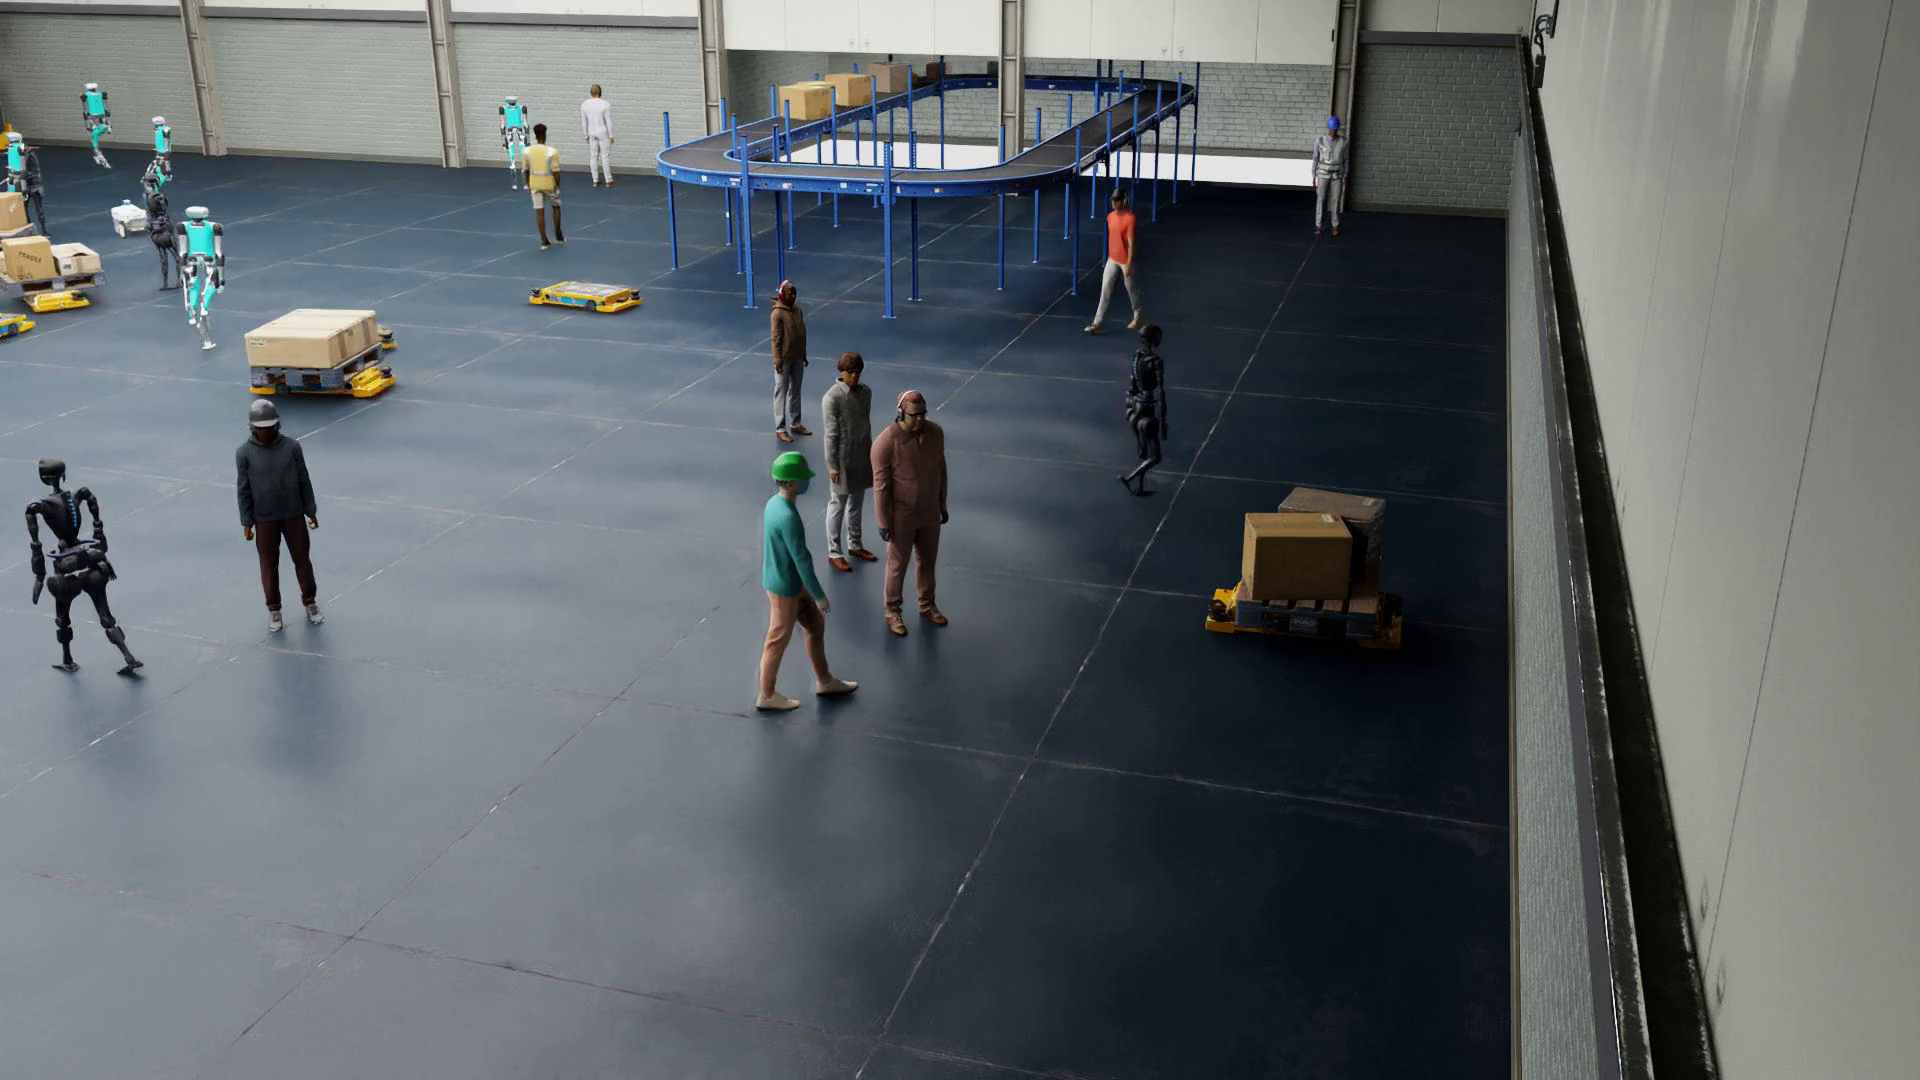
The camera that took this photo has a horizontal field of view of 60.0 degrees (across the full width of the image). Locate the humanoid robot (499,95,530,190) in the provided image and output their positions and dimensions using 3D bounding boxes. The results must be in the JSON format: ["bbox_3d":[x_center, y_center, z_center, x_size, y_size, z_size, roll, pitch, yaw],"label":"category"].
[{"bbox_3d":[-8.414,-7.509,31.540,0.530,1.749,0.686,-6,22,-14],"label":"humanoid robot"}]

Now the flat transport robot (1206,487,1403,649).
[{"bbox_3d":[2.643,0.559,12.728,1.431,0.231,0.659,6,22,14],"label":"flat transport robot"}]

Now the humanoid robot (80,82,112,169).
[{"bbox_3d":[-17.992,-8.596,34.507,1.019,1.783,0.530,17,27,37],"label":"humanoid robot"}]

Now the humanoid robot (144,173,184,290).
[{"bbox_3d":[-11.269,-4.364,23.534,0.589,1.657,0.382,18,27,38],"label":"humanoid robot"}]

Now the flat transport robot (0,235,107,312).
[{"bbox_3d":[-12.559,-3.418,23.042,0.659,0.231,1.431,-16,26,-36],"label":"flat transport robot"}]

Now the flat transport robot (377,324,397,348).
[{"bbox_3d":[-7.675,-2.586,20.886,0.659,0.231,1.431,-17,27,-37],"label":"flat transport robot"}]

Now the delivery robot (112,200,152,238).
[{"bbox_3d":[-13.771,-5.326,27.609,0.807,0.606,0.499,20,29,41],"label":"delivery robot"}]

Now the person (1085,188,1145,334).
[{"bbox_3d":[2.049,-3.557,21.212,0.502,1.857,1.017,19,28,40],"label":"person"}]

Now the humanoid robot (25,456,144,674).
[{"bbox_3d":[-6.254,0.201,11.769,0.762,1.638,0.604,11,24,26],"label":"humanoid robot"}]

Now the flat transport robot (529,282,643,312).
[{"bbox_3d":[-5.137,-3.340,22.841,1.431,0.231,0.659,10,23,23],"label":"flat transport robot"}]

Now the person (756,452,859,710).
[{"bbox_3d":[-1.037,0.294,11.226,0.827,1.842,0.517,-3,21,-7],"label":"person"}]

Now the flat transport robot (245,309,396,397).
[{"bbox_3d":[-7.236,-1.809,18.870,1.431,0.231,0.659,2,21,5],"label":"flat transport robot"}]

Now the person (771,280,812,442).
[{"bbox_3d":[-1.757,-1.845,17.037,0.334,1.651,0.458,15,26,34],"label":"person"}]

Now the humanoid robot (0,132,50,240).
[{"bbox_3d":[-15.312,-5.611,26.717,0.536,1.780,0.869,16,26,36],"label":"humanoid robot"}]

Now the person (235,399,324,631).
[{"bbox_3d":[-5.150,-0.200,12.563,0.552,1.806,0.381,-11,24,-27],"label":"person"}]

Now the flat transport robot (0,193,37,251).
[{"bbox_3d":[-15.148,-4.519,25.899,0.659,0.231,1.431,-3,21,-8],"label":"flat transport robot"}]

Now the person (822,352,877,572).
[{"bbox_3d":[-0.901,-0.660,13.727,0.370,1.828,0.503,18,27,39],"label":"person"}]

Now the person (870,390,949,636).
[{"bbox_3d":[-0.349,-0.210,12.473,0.642,1.897,0.405,-16,26,-36],"label":"person"}]

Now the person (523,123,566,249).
[{"bbox_3d":[-6.618,-5.660,26.527,0.624,1.939,0.737,1,21,1],"label":"person"}]

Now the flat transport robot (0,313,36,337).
[{"bbox_3d":[-12.444,-2.620,20.972,0.659,0.231,1.431,3,21,9],"label":"flat transport robot"}]

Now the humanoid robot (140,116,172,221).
[{"bbox_3d":[-13.854,-6.354,28.586,0.722,1.766,0.532,-17,27,-38],"label":"humanoid robot"}]

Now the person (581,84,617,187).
[{"bbox_3d":[-6.967,-7.802,32.095,0.627,1.940,0.375,6,22,15],"label":"person"}]

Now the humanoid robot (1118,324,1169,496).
[{"bbox_3d":[1.641,-1.178,15.283,0.476,1.648,0.602,-9,23,-22],"label":"humanoid robot"}]

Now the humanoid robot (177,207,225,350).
[{"bbox_3d":[-9.251,-3.115,20.228,0.557,1.751,0.876,-2,21,-6],"label":"humanoid robot"}]

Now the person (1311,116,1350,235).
[{"bbox_3d":[6.112,-6.023,27.494,0.621,1.932,0.417,1,21,2],"label":"person"}]

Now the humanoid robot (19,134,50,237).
[{"bbox_3d":[-15.257,-5.794,27.237,0.588,1.657,0.381,4,21,9],"label":"humanoid robot"}]
